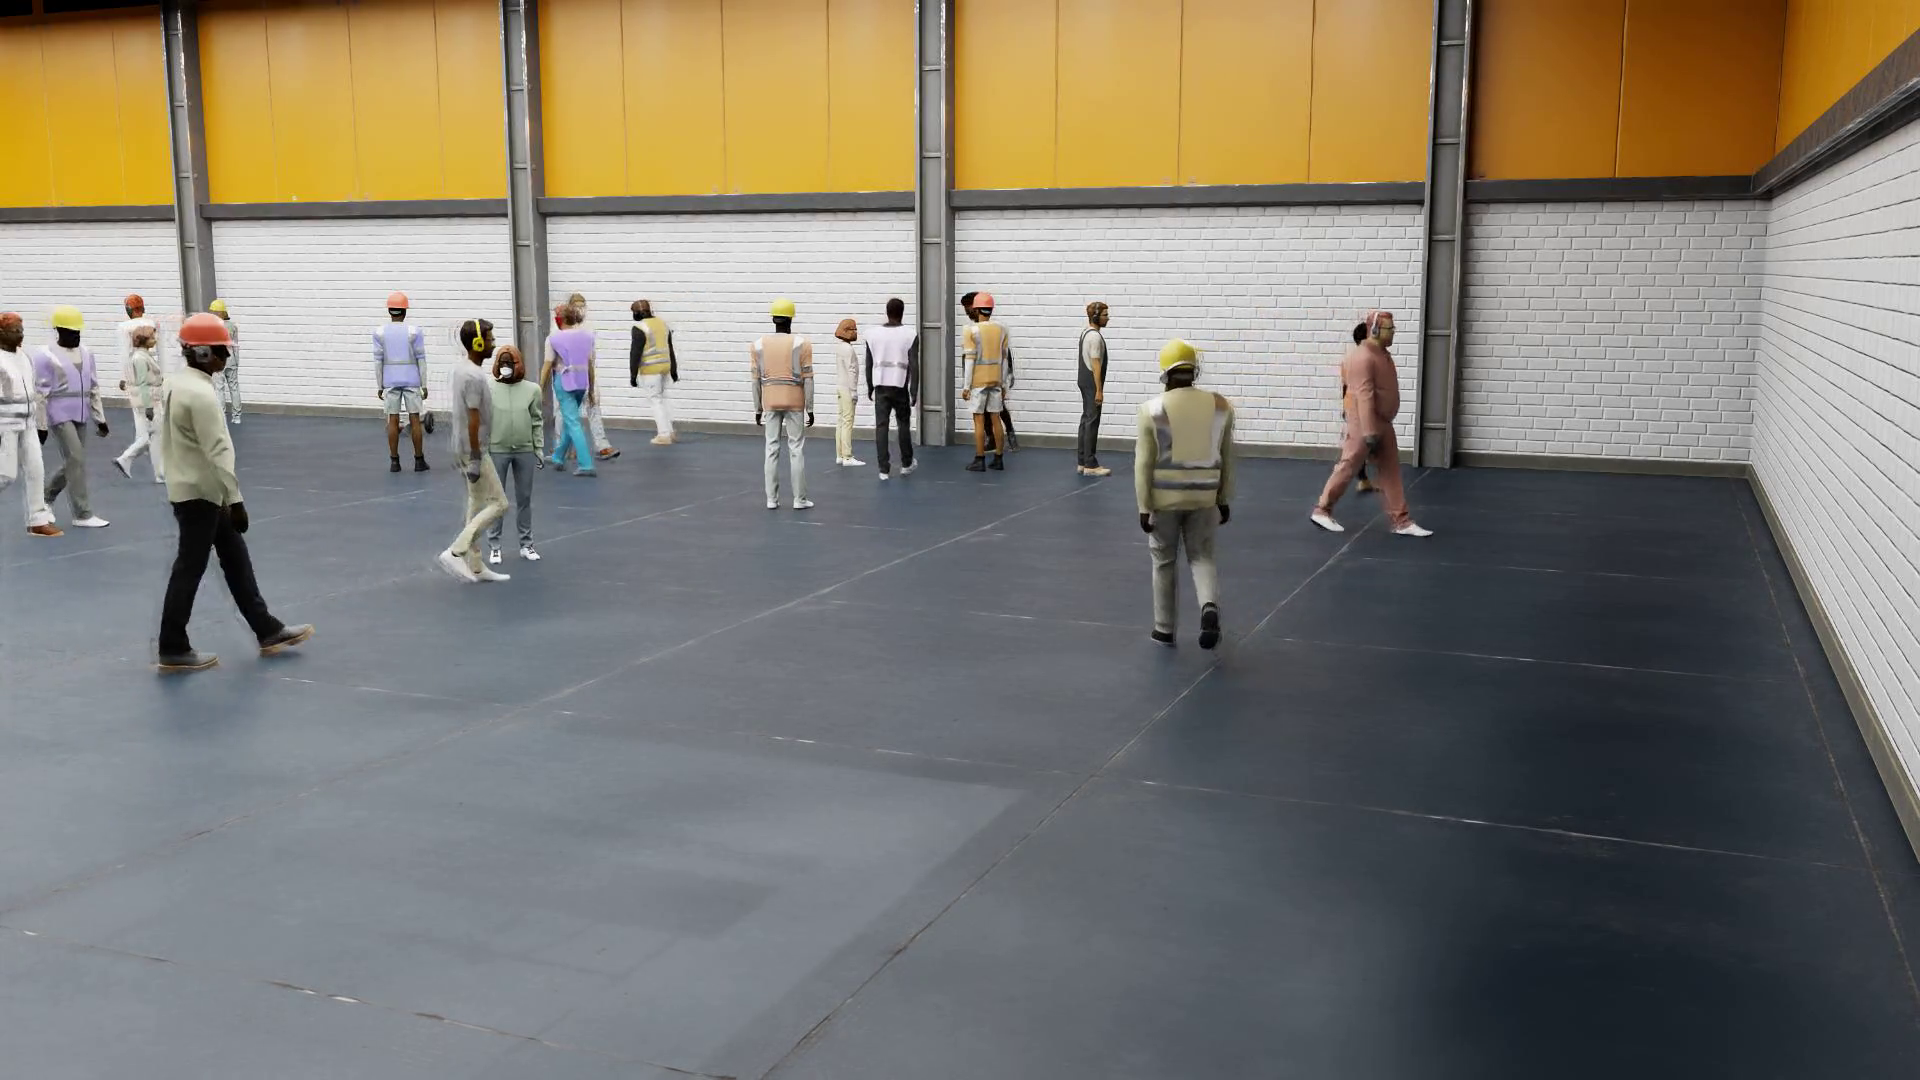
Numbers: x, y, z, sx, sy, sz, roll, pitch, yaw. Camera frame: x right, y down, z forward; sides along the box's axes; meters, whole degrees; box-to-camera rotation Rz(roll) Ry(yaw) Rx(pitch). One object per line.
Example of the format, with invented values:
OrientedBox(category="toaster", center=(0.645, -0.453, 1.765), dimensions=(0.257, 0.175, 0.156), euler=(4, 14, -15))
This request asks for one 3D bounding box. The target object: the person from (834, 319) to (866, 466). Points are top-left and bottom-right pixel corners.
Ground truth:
OrientedBox(category="person", center=(-1.245, -1.644, 18.536), dimensions=(0.286, 1.633, 0.499), euler=(-3, 10, -19))

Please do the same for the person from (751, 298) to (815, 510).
OrientedBox(category="person", center=(-1.601, -1.228, 15.128), dimensions=(0.585, 1.927, 0.366), euler=(1, 9, 9))

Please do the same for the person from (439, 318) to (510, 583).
OrientedBox(category="person", center=(-3.369, -0.602, 11.547), dimensions=(0.431, 1.859, 0.508), euler=(-5, 11, -29))

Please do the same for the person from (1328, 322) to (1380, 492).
OrientedBox(category="person", center=(3.858, -1.276, 16.140), dimensions=(0.628, 1.682, 0.542), euler=(-4, 10, -24))

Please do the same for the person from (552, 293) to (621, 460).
OrientedBox(category="person", center=(-4.299, -1.840, 18.928), dimensions=(0.954, 1.893, 0.658), euler=(7, 11, 35))

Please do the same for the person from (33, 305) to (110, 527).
OrientedBox(category="person", center=(-7.657, -1.050, 14.162), dimensions=(0.778, 1.890, 0.589), euler=(2, 10, 10))

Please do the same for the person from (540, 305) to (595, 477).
OrientedBox(category="person", center=(-4.204, -1.582, 17.649), dimensions=(0.955, 1.794, 0.593), euler=(7, 12, 35))

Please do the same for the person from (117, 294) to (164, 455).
OrientedBox(category="person", center=(-9.652, -1.947, 19.612), dimensions=(0.356, 1.886, 0.574), euler=(5, 10, 27))

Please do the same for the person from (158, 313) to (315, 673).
OrientedBox(category="person", center=(-4.031, -0.262, 9.174), dimensions=(0.939, 1.951, 0.662), euler=(-6, 11, -31))

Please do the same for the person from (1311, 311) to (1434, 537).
OrientedBox(category="person", center=(3.383, -0.957, 13.722), dimensions=(1.013, 1.861, 0.651), euler=(7, 11, 35))

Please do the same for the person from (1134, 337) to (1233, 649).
OrientedBox(category="person", center=(1.288, -0.246, 9.515), dimensions=(0.603, 1.813, 0.590), euler=(-2, 10, -11))

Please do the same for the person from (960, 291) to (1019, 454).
OrientedBox(category="person", center=(0.348, -1.976, 19.674), dimensions=(0.672, 1.922, 0.664), euler=(6, 11, 34))

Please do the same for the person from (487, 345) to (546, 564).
OrientedBox(category="person", center=(-3.360, -0.643, 12.471), dimensions=(0.500, 1.632, 0.286), euler=(-5, 11, -28))

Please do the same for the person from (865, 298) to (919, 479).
OrientedBox(category="person", center=(-0.709, -1.599, 17.545), dimensions=(0.621, 1.863, 0.964), euler=(2, 10, 10))

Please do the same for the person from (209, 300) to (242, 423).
OrientedBox(category="person", center=(-10.344, -2.486, 23.306), dimensions=(0.295, 1.743, 0.493), euler=(7, 11, 35))

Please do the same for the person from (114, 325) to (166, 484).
OrientedBox(category="person", center=(-8.247, -1.361, 16.823), dimensions=(0.549, 1.623, 0.530), euler=(-4, 10, -23))

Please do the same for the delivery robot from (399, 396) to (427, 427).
OrientedBox(category="delivery robot", center=(-7.224, -1.684, 21.755), dimensions=(0.477, 0.478, 0.707), euler=(-1, 9, -4))

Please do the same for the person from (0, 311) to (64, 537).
OrientedBox(category="person", center=(-7.786, -0.931, 13.559), dimensions=(0.734, 1.864, 0.571), euler=(2, 10, 11))

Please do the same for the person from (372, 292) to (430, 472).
OrientedBox(category="person", center=(-6.016, -1.696, 17.928), dimensions=(0.543, 1.940, 0.361), euler=(-1, 9, -9))

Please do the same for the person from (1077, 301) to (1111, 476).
OrientedBox(category="person", center=(1.417, -1.604, 17.652), dimensions=(0.325, 1.843, 0.517), euler=(-2, 10, -9))

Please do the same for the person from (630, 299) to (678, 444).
OrientedBox(category="person", center=(-3.814, -2.085, 20.693), dimensions=(0.518, 1.804, 0.645), euler=(4, 10, 23))

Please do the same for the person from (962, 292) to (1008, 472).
OrientedBox(category="person", center=(0.256, -1.708, 18.004), dimensions=(0.552, 1.934, 0.373), euler=(-6, 11, -31))
